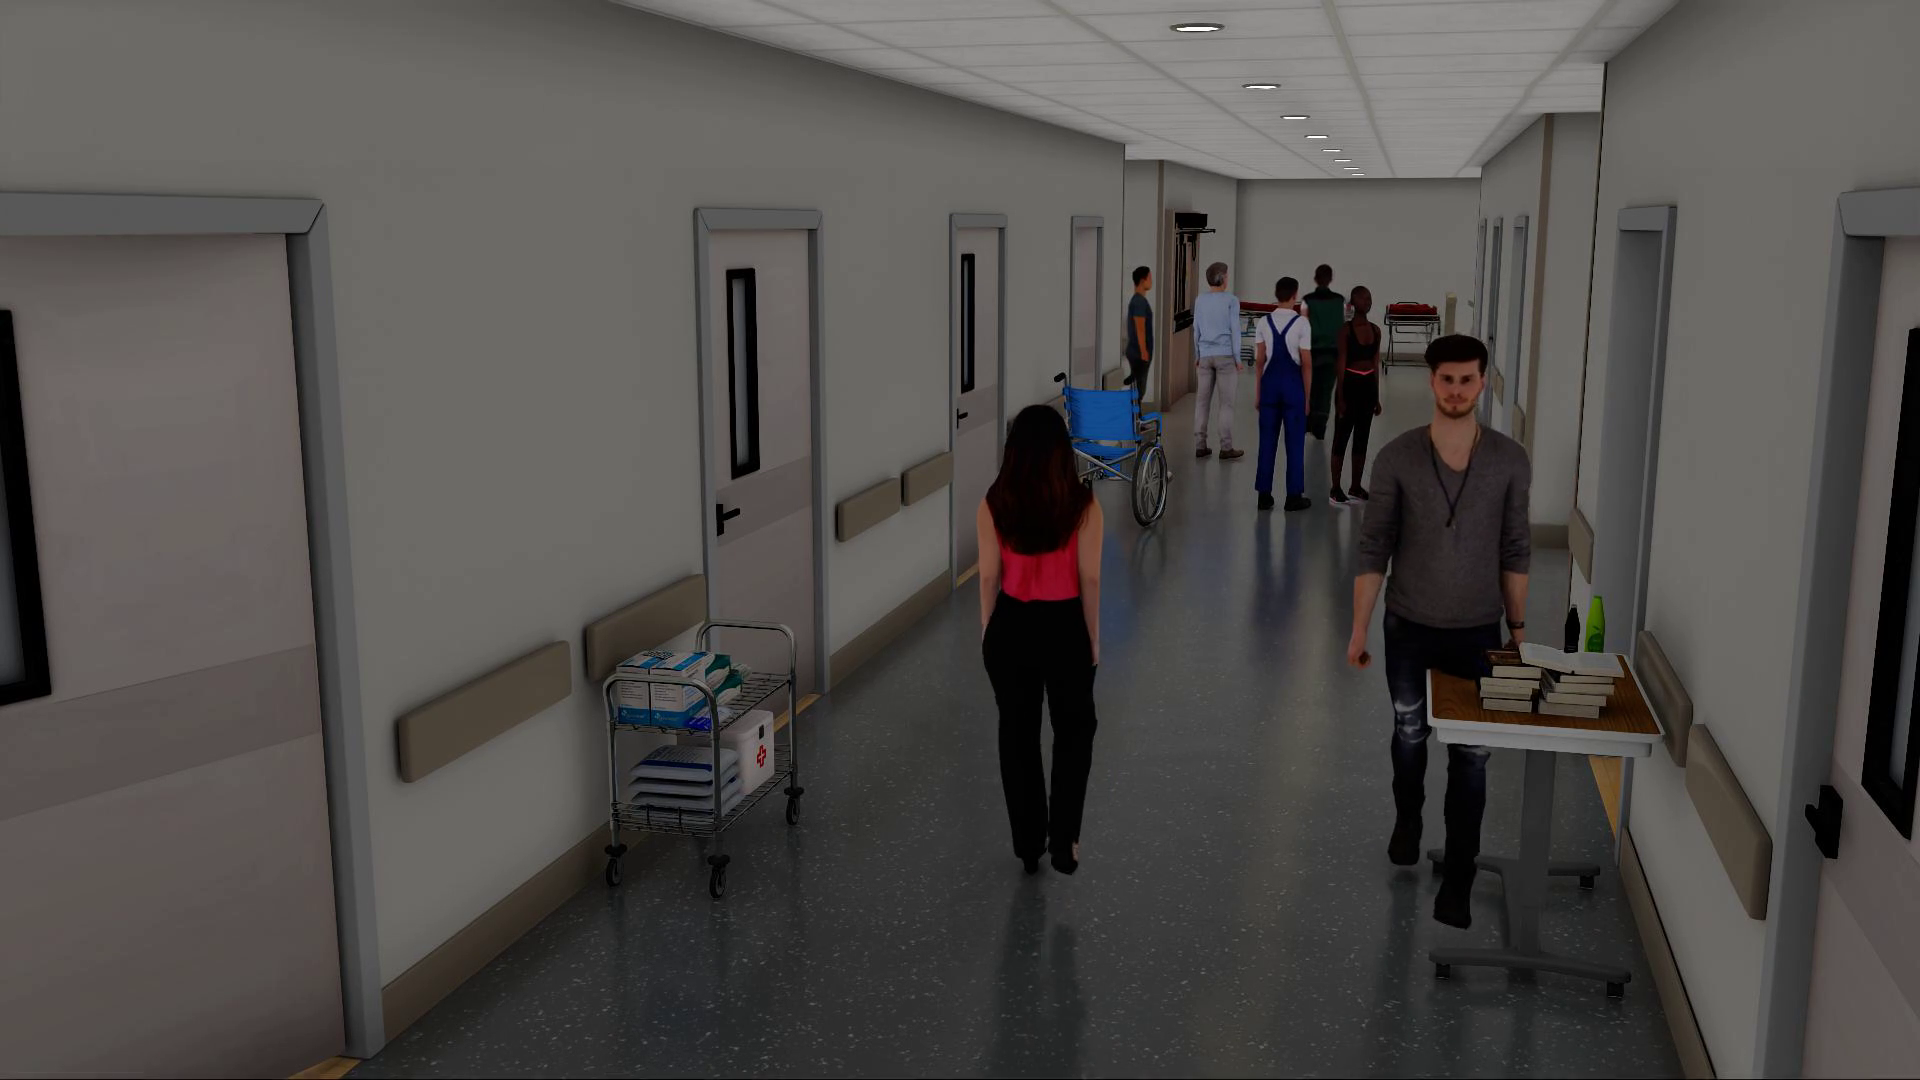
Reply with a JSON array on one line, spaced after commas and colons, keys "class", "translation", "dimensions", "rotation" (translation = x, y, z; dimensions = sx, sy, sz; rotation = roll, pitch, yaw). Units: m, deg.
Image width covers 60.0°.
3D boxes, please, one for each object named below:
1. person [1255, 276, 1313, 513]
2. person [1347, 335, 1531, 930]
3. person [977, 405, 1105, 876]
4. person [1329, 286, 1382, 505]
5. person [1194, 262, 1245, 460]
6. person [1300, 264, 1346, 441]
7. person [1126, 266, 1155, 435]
[{"class": "person", "translation": [2.561, -1.170, 13.227], "dimensions": [0.678, 1.849, 0.656], "rotation": [6, 12, 29]}, {"class": "person", "translation": [1.600, 0.284, 5.560], "dimensions": [0.732, 1.852, 1.205], "rotation": [3, 11, 14]}, {"class": "person", "translation": [0.261, 0.381, 5.595], "dimensions": [0.634, 1.647, 0.814], "rotation": [1, 11, 8]}, {"class": "person", "translation": [3.228, -1.191, 13.584], "dimensions": [0.673, 1.757, 0.714], "rotation": [-5, 12, -23]}, {"class": "person", "translation": [2.496, -1.749, 16.156], "dimensions": [0.735, 1.894, 0.715], "rotation": [8, 13, 37]}, {"class": "person", "translation": [3.804, -1.966, 17.455], "dimensions": [0.709, 1.832, 0.723], "rotation": [0, 11, 2]}, {"class": "person", "translation": [1.899, -2.015, 17.792], "dimensions": [0.740, 1.808, 0.537], "rotation": [1, 11, 7]}]
